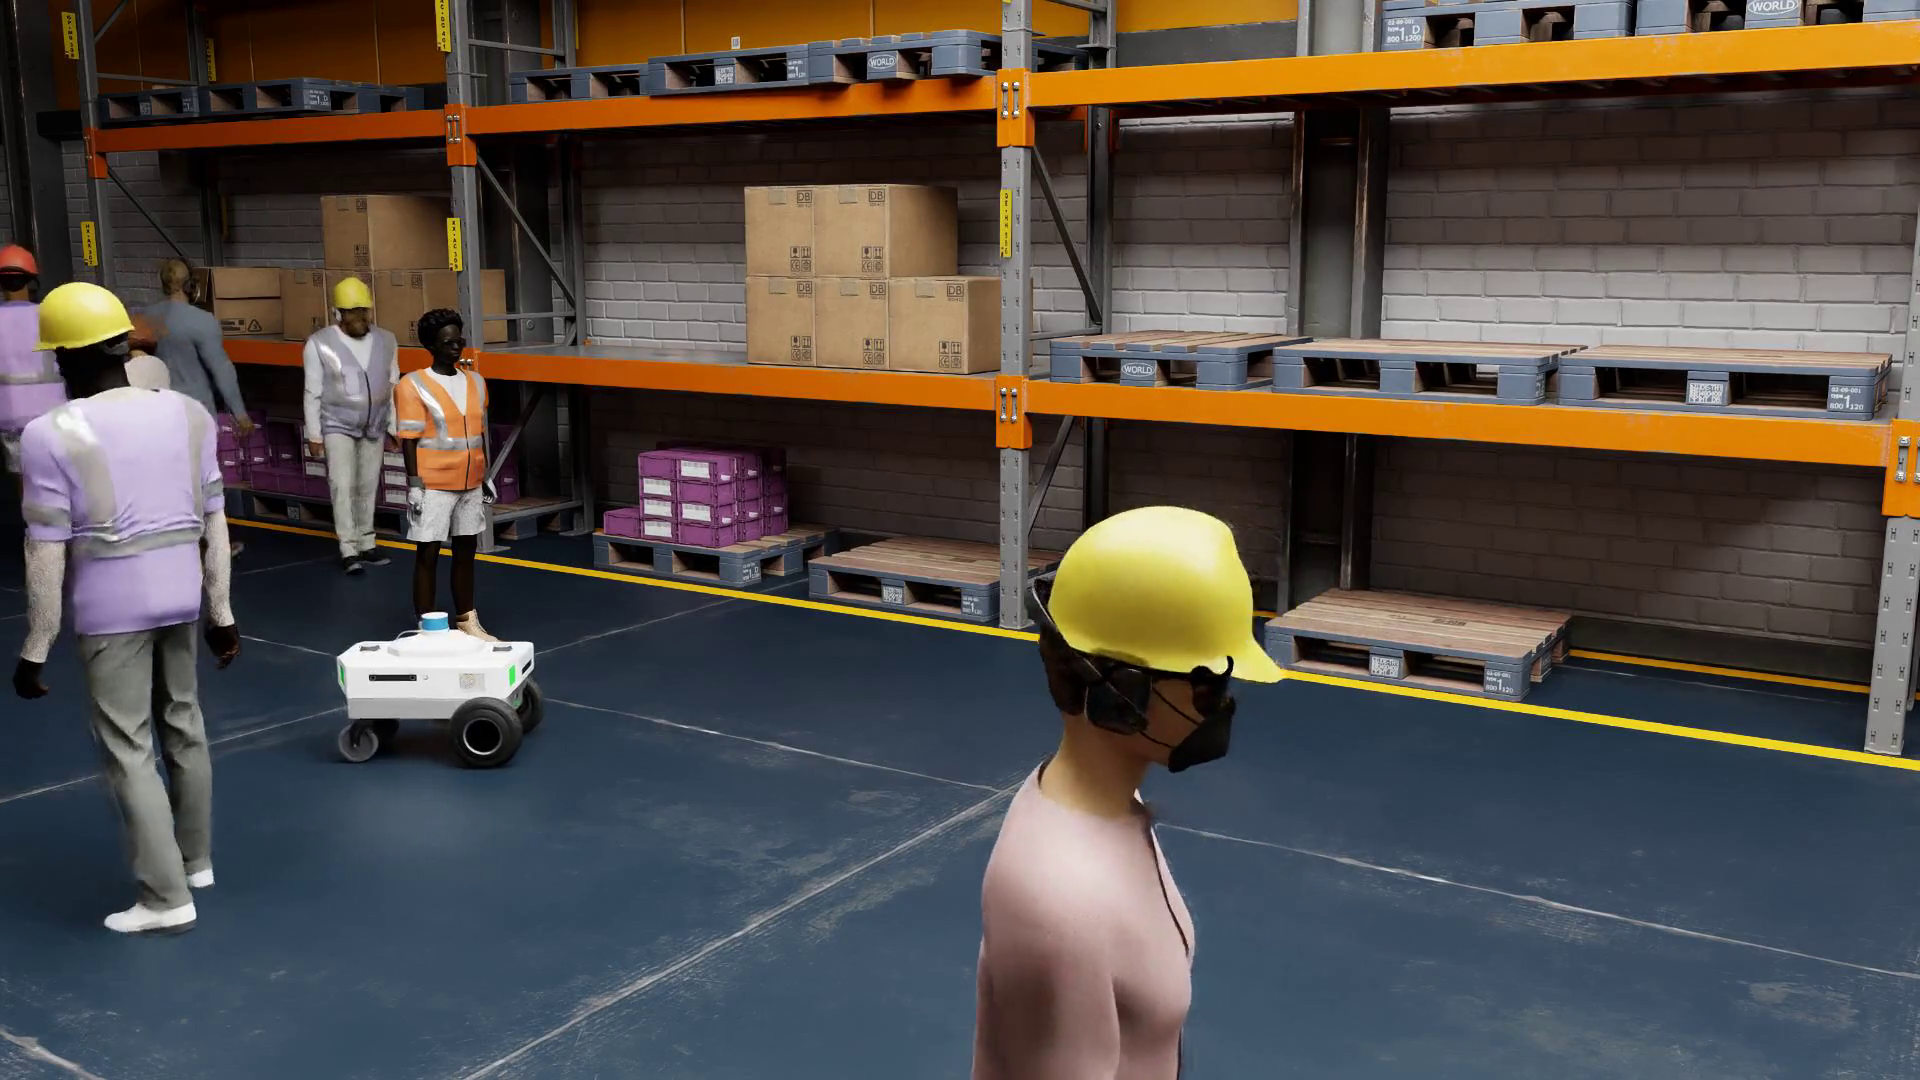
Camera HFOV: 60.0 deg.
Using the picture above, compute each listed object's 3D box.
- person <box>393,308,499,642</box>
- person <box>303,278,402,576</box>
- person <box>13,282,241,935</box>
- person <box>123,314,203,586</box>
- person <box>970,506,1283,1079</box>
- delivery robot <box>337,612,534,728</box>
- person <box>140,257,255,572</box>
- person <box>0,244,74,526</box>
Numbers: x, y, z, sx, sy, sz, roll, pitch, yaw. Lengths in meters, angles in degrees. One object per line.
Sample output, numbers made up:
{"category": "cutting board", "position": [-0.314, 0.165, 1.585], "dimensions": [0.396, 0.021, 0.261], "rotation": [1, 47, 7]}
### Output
{"category": "person", "position": [-2.487, -0.273, 8.094], "dimensions": [0.320, 1.697, 0.531], "rotation": [7, 12, 32]}
{"category": "person", "position": [-3.671, -0.684, 10.146], "dimensions": [0.597, 1.807, 0.595], "rotation": [10, 14, 43]}
{"category": "person", "position": [-2.431, 0.204, 4.953], "dimensions": [0.539, 1.909, 0.646], "rotation": [5, 11, 26]}
{"category": "person", "position": [-4.626, -0.498, 9.597], "dimensions": [0.472, 1.598, 0.518], "rotation": [0, 10, 2]}
{"category": "person", "position": [0.150, 0.813, 1.948], "dimensions": [0.375, 1.753, 0.573], "rotation": [2, 10, 9]}
{"category": "delivery robot", "position": [-2.059, 0.528, 6.546], "dimensions": [0.707, 0.478, 0.477], "rotation": [0, 11, -2]}
{"category": "person", "position": [-4.627, -0.768, 10.218], "dimensions": [0.650, 1.913, 0.745], "rotation": [5, 12, 28]}
{"category": "person", "position": [-5.536, -0.749, 9.898], "dimensions": [0.617, 2.013, 0.998], "rotation": [-4, 11, -20]}
